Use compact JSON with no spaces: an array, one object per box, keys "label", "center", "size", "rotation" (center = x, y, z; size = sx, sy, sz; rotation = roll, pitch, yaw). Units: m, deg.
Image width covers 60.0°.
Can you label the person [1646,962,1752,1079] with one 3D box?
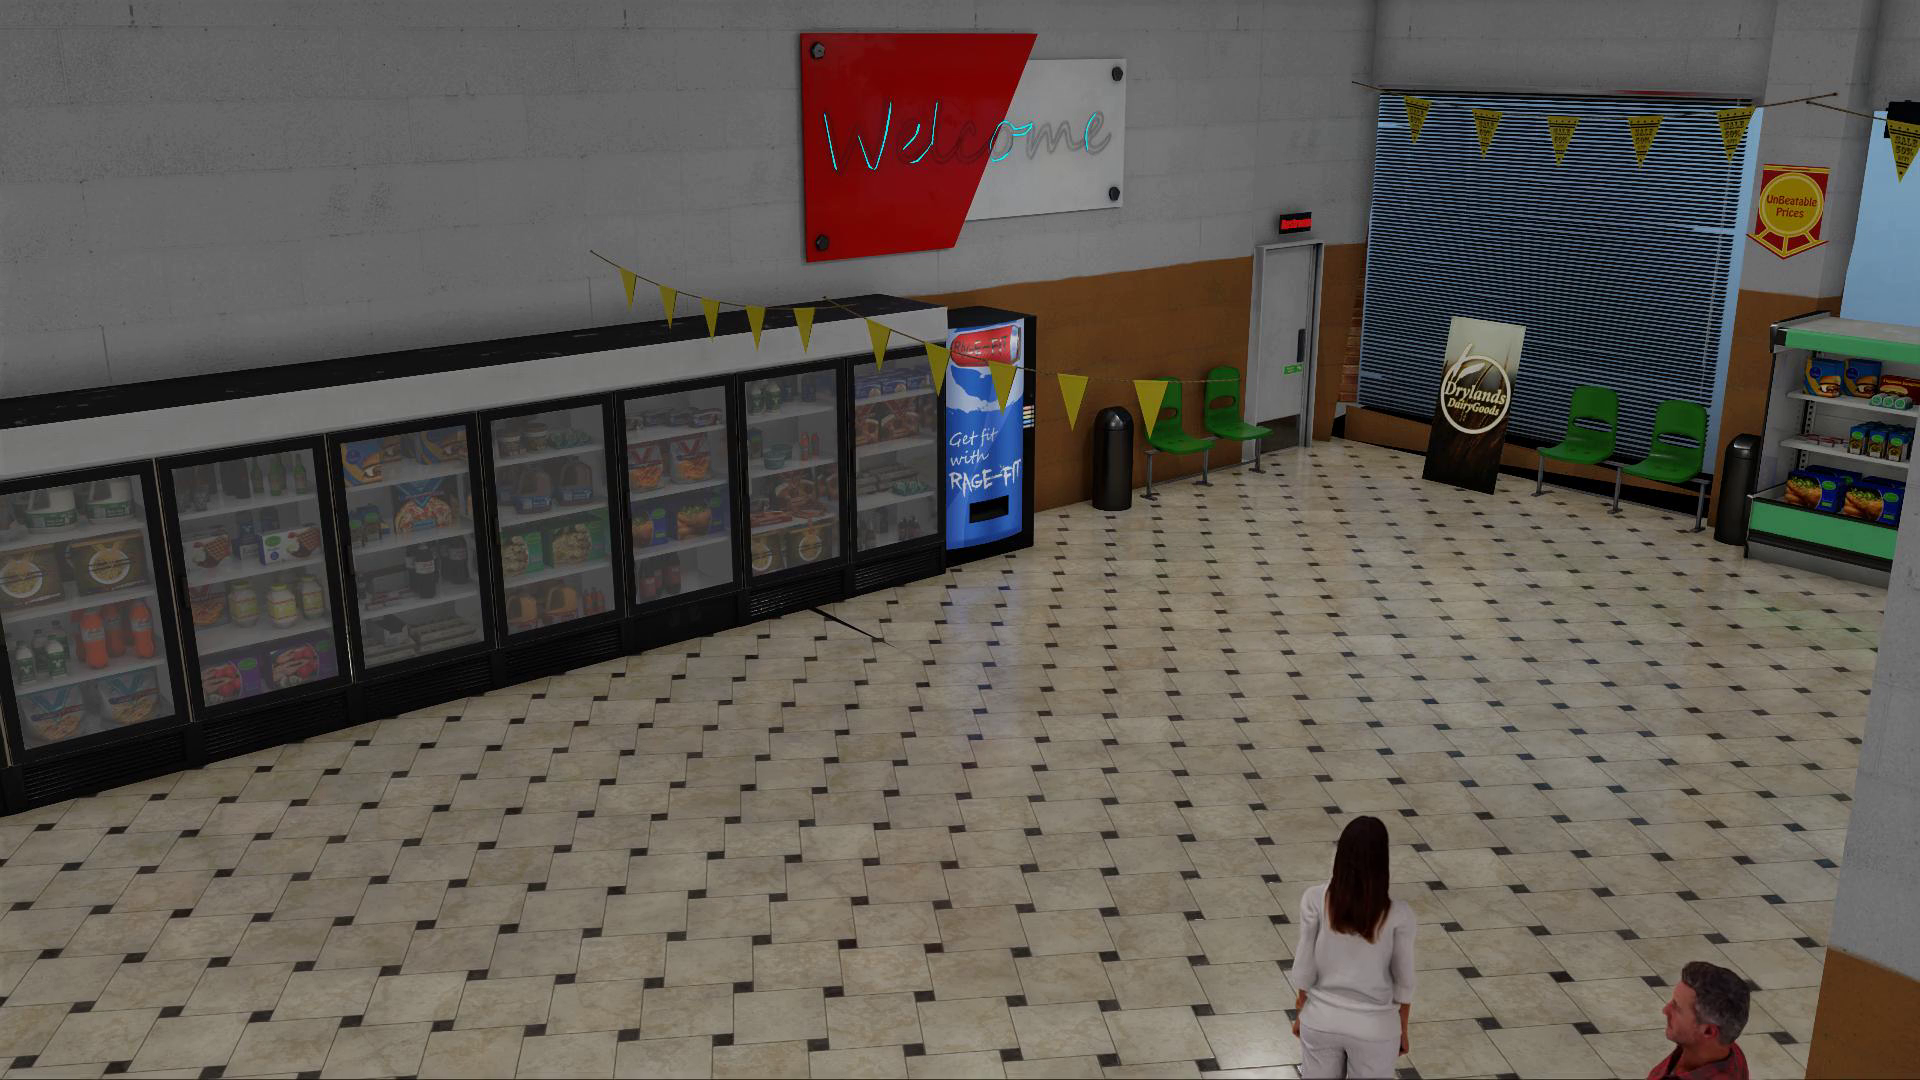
[{"label":"person","center":[2.218,2.115,5.083],"size":[0.799,1.838,0.793],"rotation":[6,18,20]}]

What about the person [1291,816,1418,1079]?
[{"label":"person","center":[1.485,1.820,6.312],"size":[0.640,1.688,0.747],"rotation":[5,18,17]}]
